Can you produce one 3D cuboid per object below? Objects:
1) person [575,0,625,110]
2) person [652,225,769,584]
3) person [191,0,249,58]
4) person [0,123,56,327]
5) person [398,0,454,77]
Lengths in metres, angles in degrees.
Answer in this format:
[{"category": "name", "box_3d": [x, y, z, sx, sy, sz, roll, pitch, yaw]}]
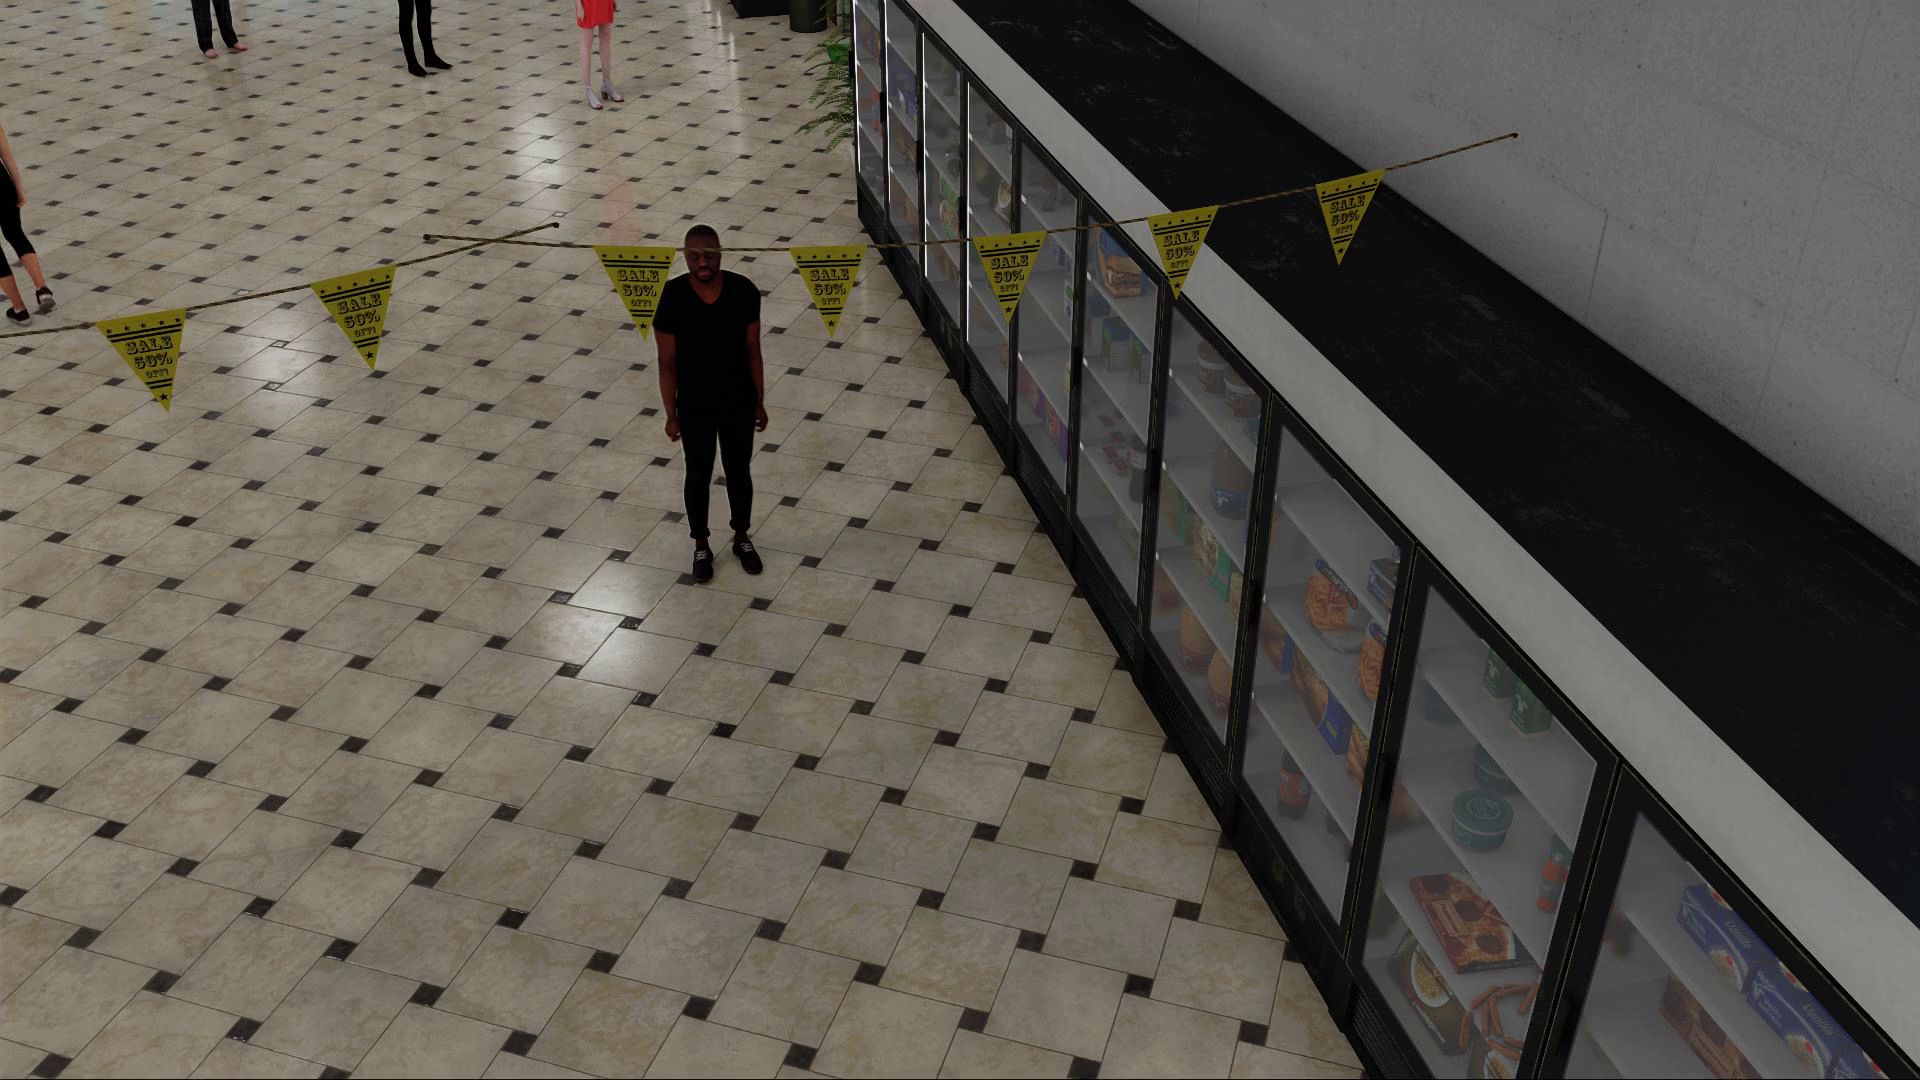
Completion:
[{"category": "person", "box_3d": [-3.193, -4.713, 14.494, 0.736, 1.827, 0.653, 21, 37, 30]}, {"category": "person", "box_3d": [-1.173, -0.653, 7.977, 0.484, 1.819, 0.731, -10, 33, -15]}, {"category": "person", "box_3d": [-7.248, -5.610, 15.894, 0.794, 1.871, 0.706, 21, 38, 30]}, {"category": "person", "box_3d": [-6.106, -2.150, 10.480, 0.798, 1.715, 0.751, 26, 40, 35]}, {"category": "person", "box_3d": [-5.081, -5.286, 15.354, 0.844, 1.892, 0.772, 19, 36, 27]}]
